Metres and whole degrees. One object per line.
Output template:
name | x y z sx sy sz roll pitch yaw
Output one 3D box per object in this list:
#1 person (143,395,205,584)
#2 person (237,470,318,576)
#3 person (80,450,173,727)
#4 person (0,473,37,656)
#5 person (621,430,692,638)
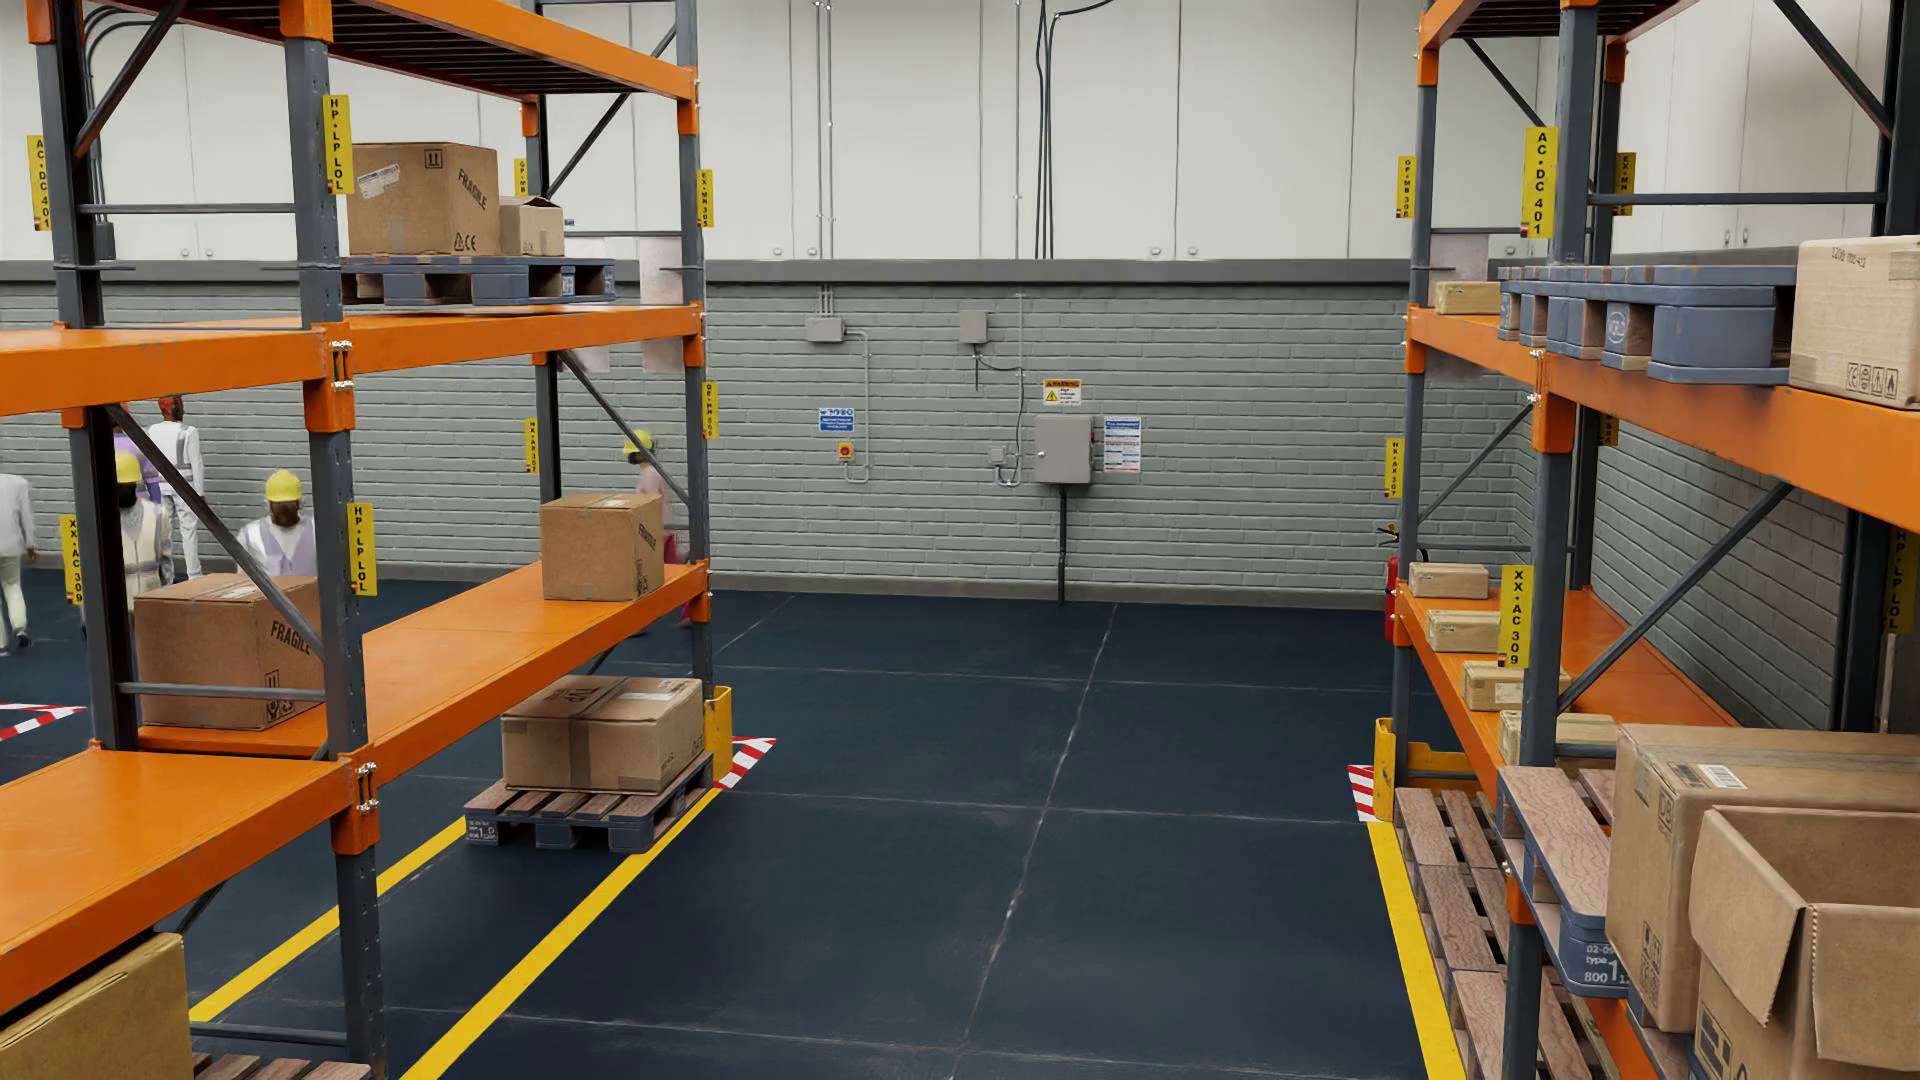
person | -7.467 -0.461 15.829 0.574 1.881 0.358 1 9 4
person | -4.215 0.446 10.456 0.595 1.812 0.649 -4 10 -25
person | -5.251 0.380 10.530 0.393 1.920 0.596 7 12 37
person | -7.624 0.049 13.107 0.369 1.735 0.590 9 13 44
person | -2.564 -0.050 13.791 0.796 1.720 0.613 -2 9 -11
